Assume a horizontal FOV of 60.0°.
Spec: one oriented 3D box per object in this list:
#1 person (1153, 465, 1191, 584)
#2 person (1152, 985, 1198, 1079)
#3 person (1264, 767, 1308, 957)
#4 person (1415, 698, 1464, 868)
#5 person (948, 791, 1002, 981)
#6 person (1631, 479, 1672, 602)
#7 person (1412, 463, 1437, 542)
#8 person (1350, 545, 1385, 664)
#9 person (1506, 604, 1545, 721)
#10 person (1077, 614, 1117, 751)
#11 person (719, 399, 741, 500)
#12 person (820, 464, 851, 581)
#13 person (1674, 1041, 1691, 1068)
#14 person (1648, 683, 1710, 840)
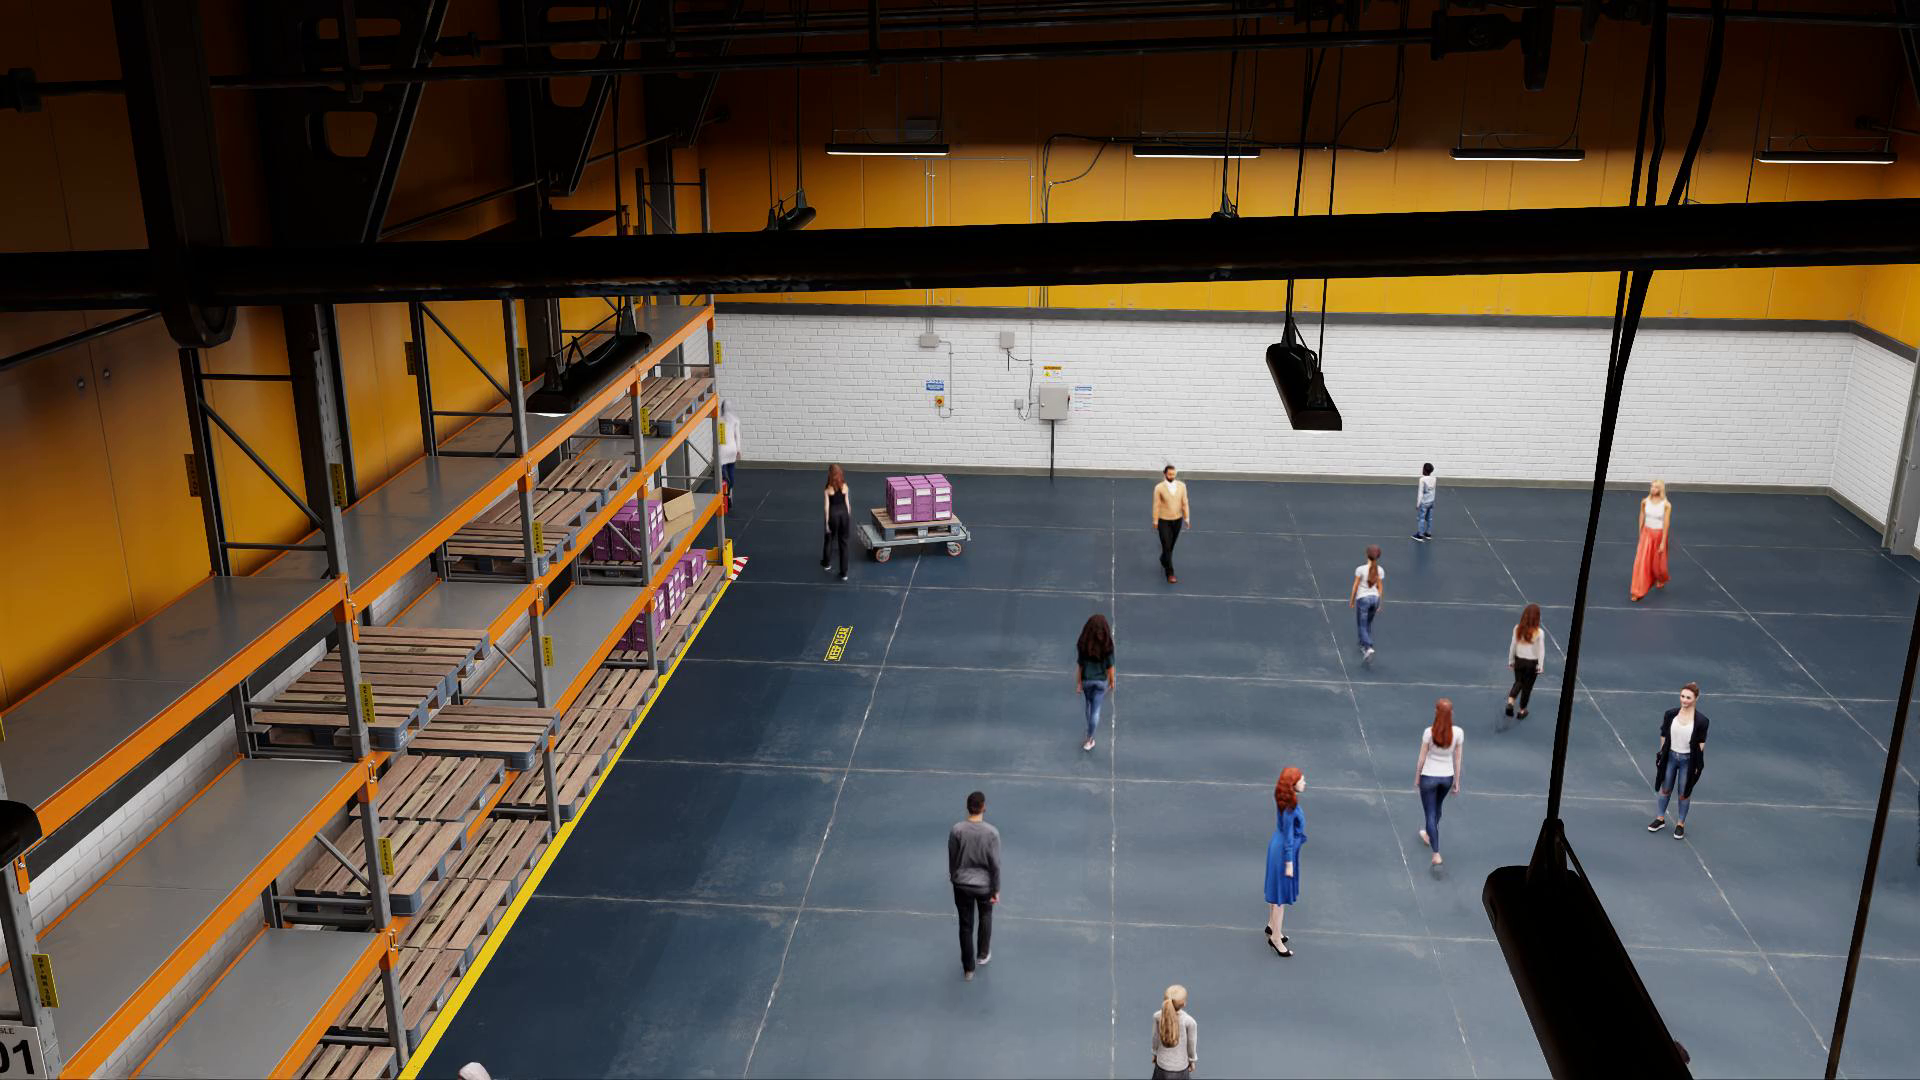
[{"bbox_3d":[3.109,-0.285,24.763,0.932,1.714,1.234,-5,19,-15],"label":"person"},{"bbox_3d":[1.634,3.981,12.783,0.557,1.275,0.577,6,20,18],"label":"person"},{"bbox_3d":[2.945,2.897,15.135,0.671,1.828,0.517,3,19,7],"label":"person"},{"bbox_3d":[4.793,2.450,16.651,0.630,1.707,1.128,0,19,0],"label":"person"},{"bbox_3d":[0.118,3.090,14.691,0.627,1.746,0.670,0,19,1],"label":"person"},{"bbox_3d":[9.999,-0.004,23.855,1.098,1.761,1.248,17,25,41],"label":"person"},{"bbox_3d":[7.412,-0.624,26.481,0.564,1.260,0.602,-9,21,-25],"label":"person"},{"bbox_3d":[5.331,0.837,21.709,0.681,1.536,1.040,-2,19,-6],"label":"person"},{"bbox_3d":[6.742,1.489,19.870,0.751,1.475,0.830,16,24,39],"label":"person"},{"bbox_3d":[1.536,1.664,19.167,0.690,1.591,0.947,5,19,14],"label":"person"},{"bbox_3d":[-3.967,-1.506,28.312,0.814,1.763,0.974,-5,19,-15],"label":"person"},{"bbox_3d":[-1.777,-0.247,24.649,0.851,1.714,1.061,-7,20,-19],"label":"person"},{"bbox_3d":[4.620,4.176,11.325,0.814,1.836,0.834,-10,21,-27],"label":"person"},{"bbox_3d":[7.465,2.268,17.229,0.722,1.684,0.742,14,23,36],"label":"person"}]
